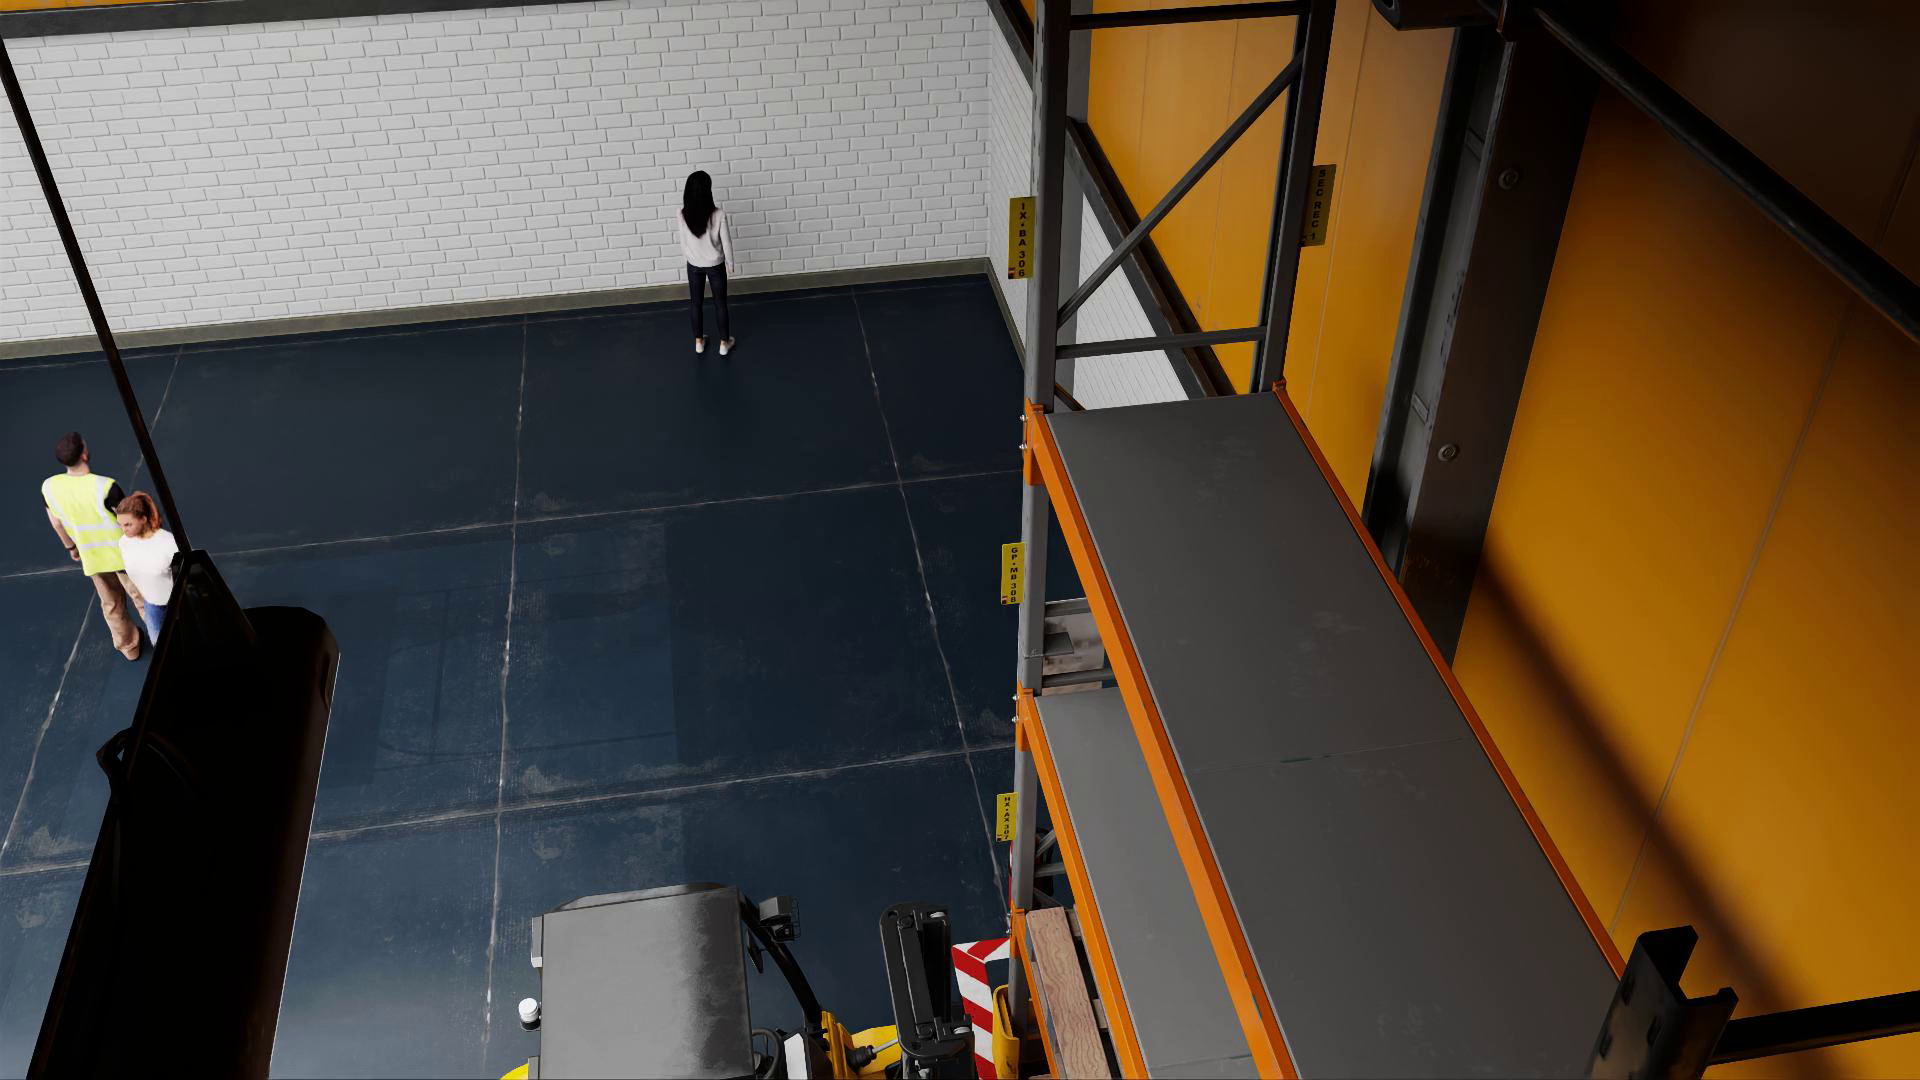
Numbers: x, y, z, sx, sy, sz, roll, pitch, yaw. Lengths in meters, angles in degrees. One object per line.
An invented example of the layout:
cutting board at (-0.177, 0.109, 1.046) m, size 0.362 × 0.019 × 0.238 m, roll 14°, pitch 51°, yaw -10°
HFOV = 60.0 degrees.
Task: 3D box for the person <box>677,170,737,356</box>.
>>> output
person at (-2.182, -2.371, 14.244) m, size 0.667 × 1.701 × 0.639 m, roll 4°, pitch 39°, yaw 6°

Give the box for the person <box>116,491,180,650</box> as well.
person at (-5.067, 0.375, 10.831) m, size 0.880 × 1.669 × 1.188 m, roll 5°, pitch 39°, yaw 7°

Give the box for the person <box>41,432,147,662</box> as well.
person at (-5.656, 0.061, 11.082) m, size 0.747 × 1.846 × 0.774 m, roll 0°, pitch 39°, yaw 0°
